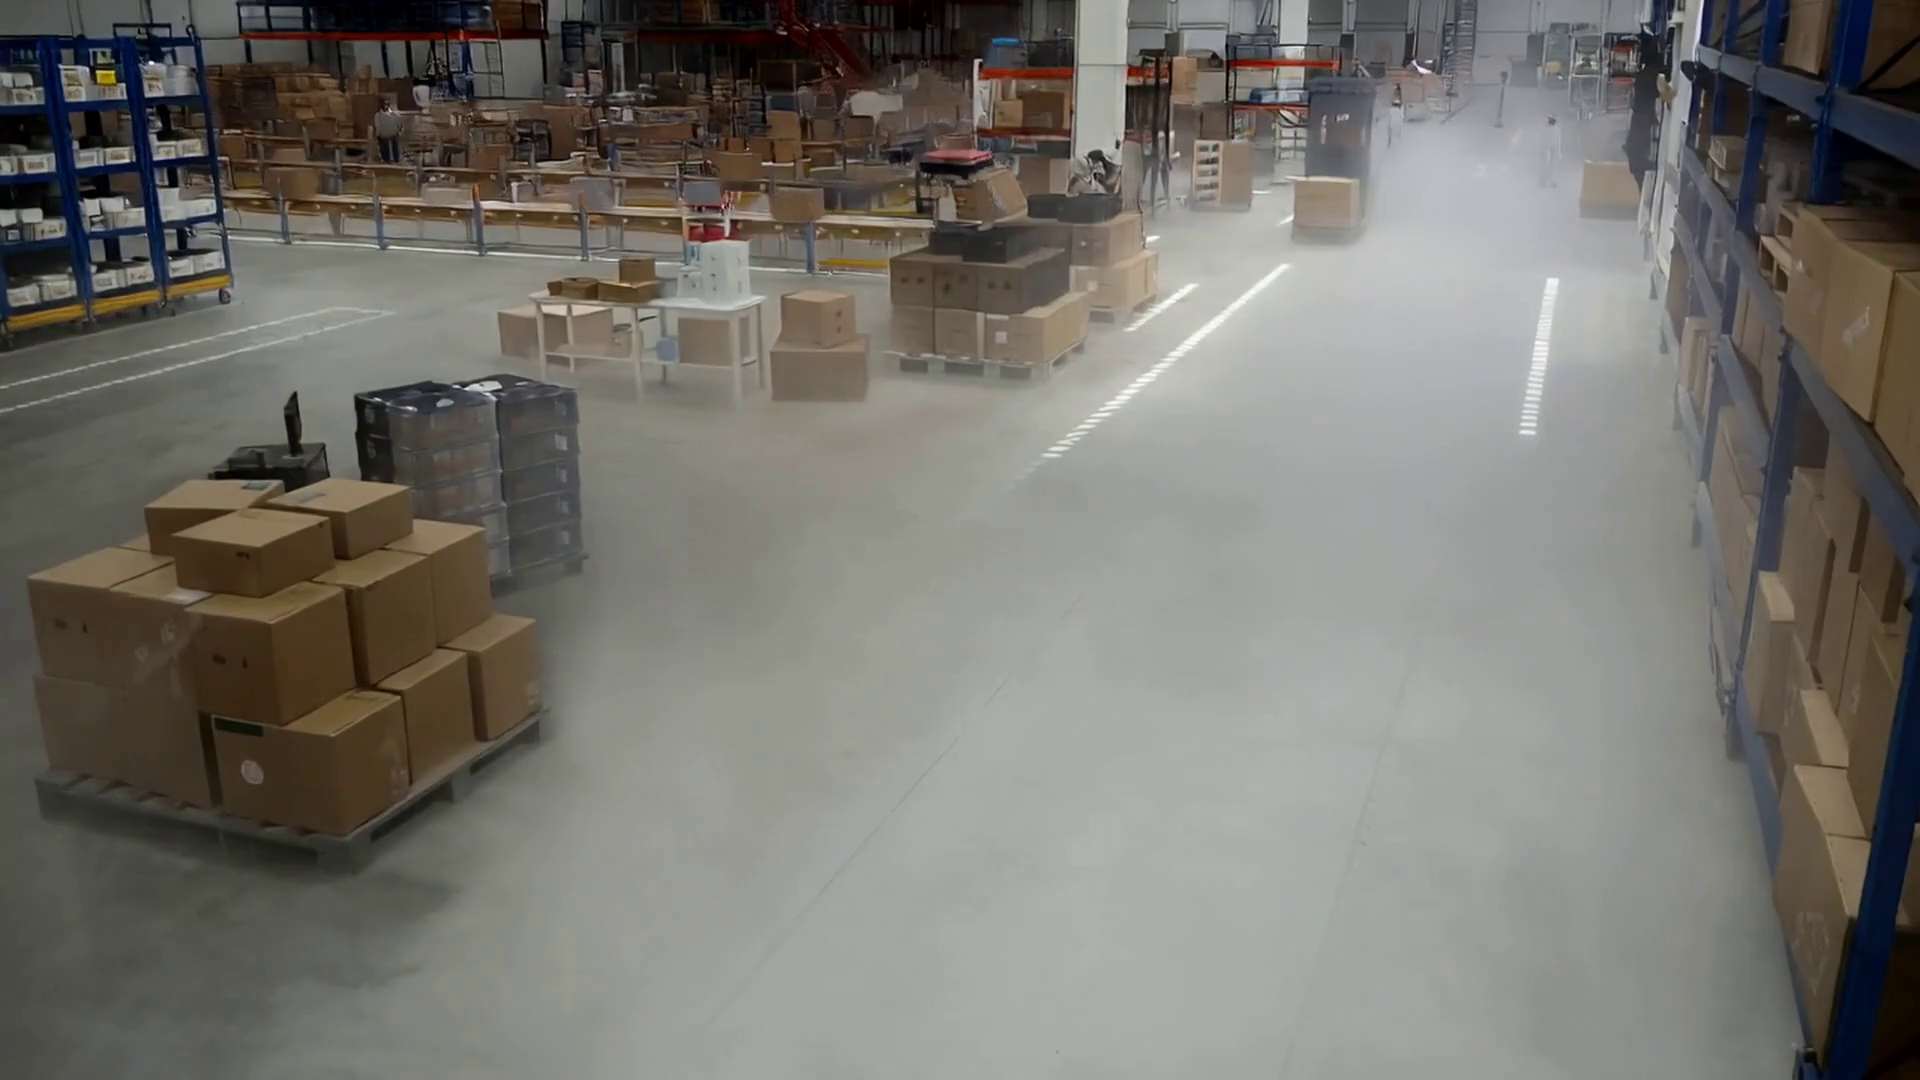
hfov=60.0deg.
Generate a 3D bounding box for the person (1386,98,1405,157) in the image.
[{"bbox_3d":[12.076,-11.456,46.199,0.510,1.613,0.543,8,19,24],"label":"person"}]

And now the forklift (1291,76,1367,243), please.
[{"bbox_3d":[6.598,-6.755,29.381,1.129,2.768,1.873,6,19,19],"label":"forklift"}]

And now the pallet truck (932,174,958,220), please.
[{"bbox_3d":[-0.507,-5.292,27.348,0.653,1.274,1.630,6,19,19],"label":"pallet truck"}]

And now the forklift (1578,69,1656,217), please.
[{"bbox_3d":[13.219,-7.740,32.475,1.873,2.768,1.129,6,19,18],"label":"forklift"}]

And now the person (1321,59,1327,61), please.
[{"bbox_3d":[20.075,-26.104,91.897,0.706,1.824,0.640,0,18,-1],"label":"person"}]

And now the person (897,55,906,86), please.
[{"bbox_3d":[-2.939,-23.113,82.475,0.560,1.831,0.450,5,18,15],"label":"person"}]

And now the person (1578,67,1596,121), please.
[{"bbox_3d":[23.071,-16.420,61.256,0.606,1.957,0.388,5,18,15],"label":"person"}]

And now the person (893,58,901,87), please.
[{"bbox_3d":[-3.037,-21.486,77.355,0.579,1.853,0.899,3,18,10],"label":"person"}]

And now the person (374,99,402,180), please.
[{"bbox_3d":[-13.746,-9.605,39.942,0.663,1.897,0.398,3,18,10],"label":"person"}]

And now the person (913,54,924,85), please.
[{"bbox_3d":[-2.012,-22.420,80.161,0.587,1.920,0.390,-10,20,-29],"label":"person"}]

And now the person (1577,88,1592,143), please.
[{"bbox_3d":[19.312,-13.123,51.401,0.307,1.641,0.514,-1,18,-3],"label":"person"}]

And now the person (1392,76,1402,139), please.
[{"bbox_3d":[13.802,-13.688,52.693,0.365,1.935,0.553,4,18,12],"label":"person"}]

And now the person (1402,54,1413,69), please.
[{"bbox_3d":[21.639,-22.554,80.569,0.382,1.924,0.594,-12,21,-34],"label":"person"}]

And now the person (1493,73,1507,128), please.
[{"bbox_3d":[18.768,-15.246,57.700,0.328,1.872,0.514,0,18,1],"label":"person"}]

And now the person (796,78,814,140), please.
[{"bbox_3d":[-4.883,-13.584,52.434,0.547,1.912,0.878,4,18,13],"label":"person"}]

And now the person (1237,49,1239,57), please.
[{"bbox_3d":[15.601,-26.697,93.712,0.522,1.853,0.391,-17,24,-42],"label":"person"}]

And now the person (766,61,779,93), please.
[{"bbox_3d":[-8.338,-20.389,73.924,0.601,1.830,0.977,1,18,3],"label":"person"}]

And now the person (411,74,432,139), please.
[{"bbox_3d":[-17.049,-13.680,52.550,0.618,2.006,0.916,-15,23,-39],"label":"person"}]

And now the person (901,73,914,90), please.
[{"bbox_3d":[-1.875,-15.367,58.145,0.404,1.827,0.601,16,23,40],"label":"person"}]

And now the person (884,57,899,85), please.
[{"bbox_3d":[-3.010,-20.194,73.070,0.661,1.970,0.663,-5,18,-15],"label":"person"}]

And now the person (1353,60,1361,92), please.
[{"bbox_3d":[16.629,-19.139,69.845,0.396,1.929,0.550,9,20,25],"label":"person"}]

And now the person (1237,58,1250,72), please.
[{"bbox_3d":[12.669,-20.797,74.863,0.693,2.000,0.535,14,23,38],"label":"person"}]

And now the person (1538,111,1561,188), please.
[{"bbox_3d":[13.468,-8.879,37.893,0.558,1.735,0.760,-4,18,-12],"label":"person"}]

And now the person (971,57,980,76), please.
[{"bbox_3d":[0.687,-21.465,77.220,0.981,1.897,0.561,-16,24,-41],"label":"person"}]

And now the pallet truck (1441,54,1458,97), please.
[{"bbox_3d":[22.765,-21.886,78.355,0.823,1.965,1.885,-4,18,-14],"label":"pallet truck"}]
